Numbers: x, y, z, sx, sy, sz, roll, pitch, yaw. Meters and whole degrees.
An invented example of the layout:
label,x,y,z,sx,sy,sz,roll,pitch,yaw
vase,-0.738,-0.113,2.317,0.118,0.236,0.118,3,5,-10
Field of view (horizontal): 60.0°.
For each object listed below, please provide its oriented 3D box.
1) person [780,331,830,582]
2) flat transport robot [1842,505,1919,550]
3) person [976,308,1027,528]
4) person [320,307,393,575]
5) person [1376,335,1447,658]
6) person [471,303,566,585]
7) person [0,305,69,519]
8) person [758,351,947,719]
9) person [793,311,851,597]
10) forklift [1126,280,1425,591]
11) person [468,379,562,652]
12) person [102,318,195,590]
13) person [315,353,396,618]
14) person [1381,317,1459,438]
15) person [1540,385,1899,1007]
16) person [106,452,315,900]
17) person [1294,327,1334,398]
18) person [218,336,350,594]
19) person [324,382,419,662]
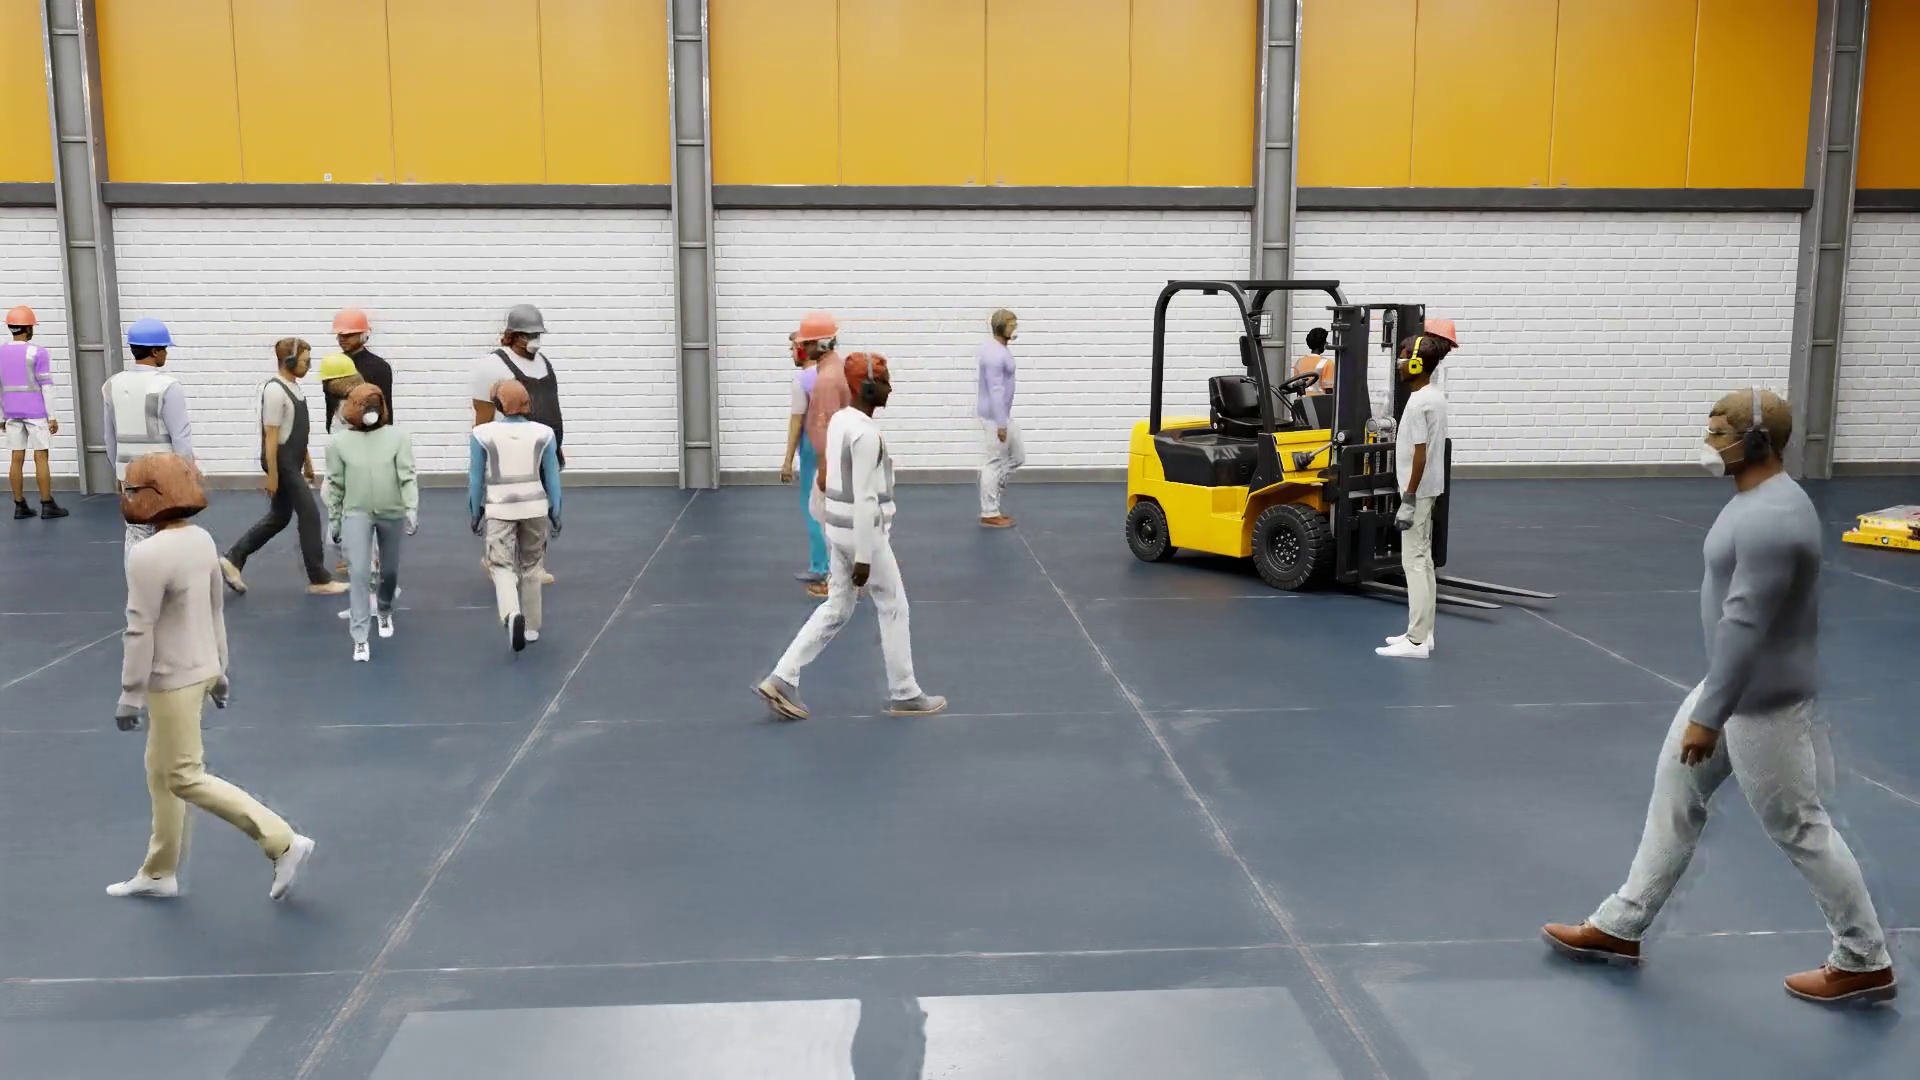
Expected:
label,x,y,z,sx,sy,sz,roll,pitch,yaw
person,-1.031,-0.598,11.987,0.434,1.824,0.605,3,10,18
flat transport robot,7.955,-0.113,13.808,1.431,0.197,0.652,-8,12,-41
person,0.365,-1.052,14.514,0.444,1.924,0.660,1,9,7
person,-4.420,-0.709,12.177,0.653,1.981,0.468,4,10,22
person,2.636,-0.250,9.662,0.319,1.870,0.532,5,10,26
person,-3.063,-0.669,11.761,0.541,2.000,0.701,5,10,27
person,-8.461,-1.150,15.097,0.543,1.939,0.371,1,9,4
person,-0.554,-0.009,8.222,0.914,1.856,0.583,-4,10,-22
person,-0.887,-0.563,11.315,0.473,1.969,0.638,0,9,3
forklift,2.301,-0.860,12.475,1.214,2.155,2.313,-6,11,-35
person,-2.605,-0.143,9.794,0.536,1.615,0.647,-4,10,-23
person,-5.061,-0.416,10.462,0.614,1.945,0.404,3,10,19
person,-3.893,-0.332,10.615,0.390,1.720,0.514,-5,10,-27
person,3.559,-0.785,12.961,0.602,1.889,0.500,-6,11,-32
person,2.406,0.474,5.071,1.027,1.889,0.648,3,10,18
person,-2.657,0.494,5.805,0.728,1.612,0.499,0,9,-3
person,3.582,-1.303,16.839,0.320,1.694,0.531,-5,10,-29
person,-4.723,-0.499,11.477,0.882,1.807,0.515,-2,9,-11
person,-3.478,-0.146,9.850,0.496,1.597,0.838,-4,10,-24
